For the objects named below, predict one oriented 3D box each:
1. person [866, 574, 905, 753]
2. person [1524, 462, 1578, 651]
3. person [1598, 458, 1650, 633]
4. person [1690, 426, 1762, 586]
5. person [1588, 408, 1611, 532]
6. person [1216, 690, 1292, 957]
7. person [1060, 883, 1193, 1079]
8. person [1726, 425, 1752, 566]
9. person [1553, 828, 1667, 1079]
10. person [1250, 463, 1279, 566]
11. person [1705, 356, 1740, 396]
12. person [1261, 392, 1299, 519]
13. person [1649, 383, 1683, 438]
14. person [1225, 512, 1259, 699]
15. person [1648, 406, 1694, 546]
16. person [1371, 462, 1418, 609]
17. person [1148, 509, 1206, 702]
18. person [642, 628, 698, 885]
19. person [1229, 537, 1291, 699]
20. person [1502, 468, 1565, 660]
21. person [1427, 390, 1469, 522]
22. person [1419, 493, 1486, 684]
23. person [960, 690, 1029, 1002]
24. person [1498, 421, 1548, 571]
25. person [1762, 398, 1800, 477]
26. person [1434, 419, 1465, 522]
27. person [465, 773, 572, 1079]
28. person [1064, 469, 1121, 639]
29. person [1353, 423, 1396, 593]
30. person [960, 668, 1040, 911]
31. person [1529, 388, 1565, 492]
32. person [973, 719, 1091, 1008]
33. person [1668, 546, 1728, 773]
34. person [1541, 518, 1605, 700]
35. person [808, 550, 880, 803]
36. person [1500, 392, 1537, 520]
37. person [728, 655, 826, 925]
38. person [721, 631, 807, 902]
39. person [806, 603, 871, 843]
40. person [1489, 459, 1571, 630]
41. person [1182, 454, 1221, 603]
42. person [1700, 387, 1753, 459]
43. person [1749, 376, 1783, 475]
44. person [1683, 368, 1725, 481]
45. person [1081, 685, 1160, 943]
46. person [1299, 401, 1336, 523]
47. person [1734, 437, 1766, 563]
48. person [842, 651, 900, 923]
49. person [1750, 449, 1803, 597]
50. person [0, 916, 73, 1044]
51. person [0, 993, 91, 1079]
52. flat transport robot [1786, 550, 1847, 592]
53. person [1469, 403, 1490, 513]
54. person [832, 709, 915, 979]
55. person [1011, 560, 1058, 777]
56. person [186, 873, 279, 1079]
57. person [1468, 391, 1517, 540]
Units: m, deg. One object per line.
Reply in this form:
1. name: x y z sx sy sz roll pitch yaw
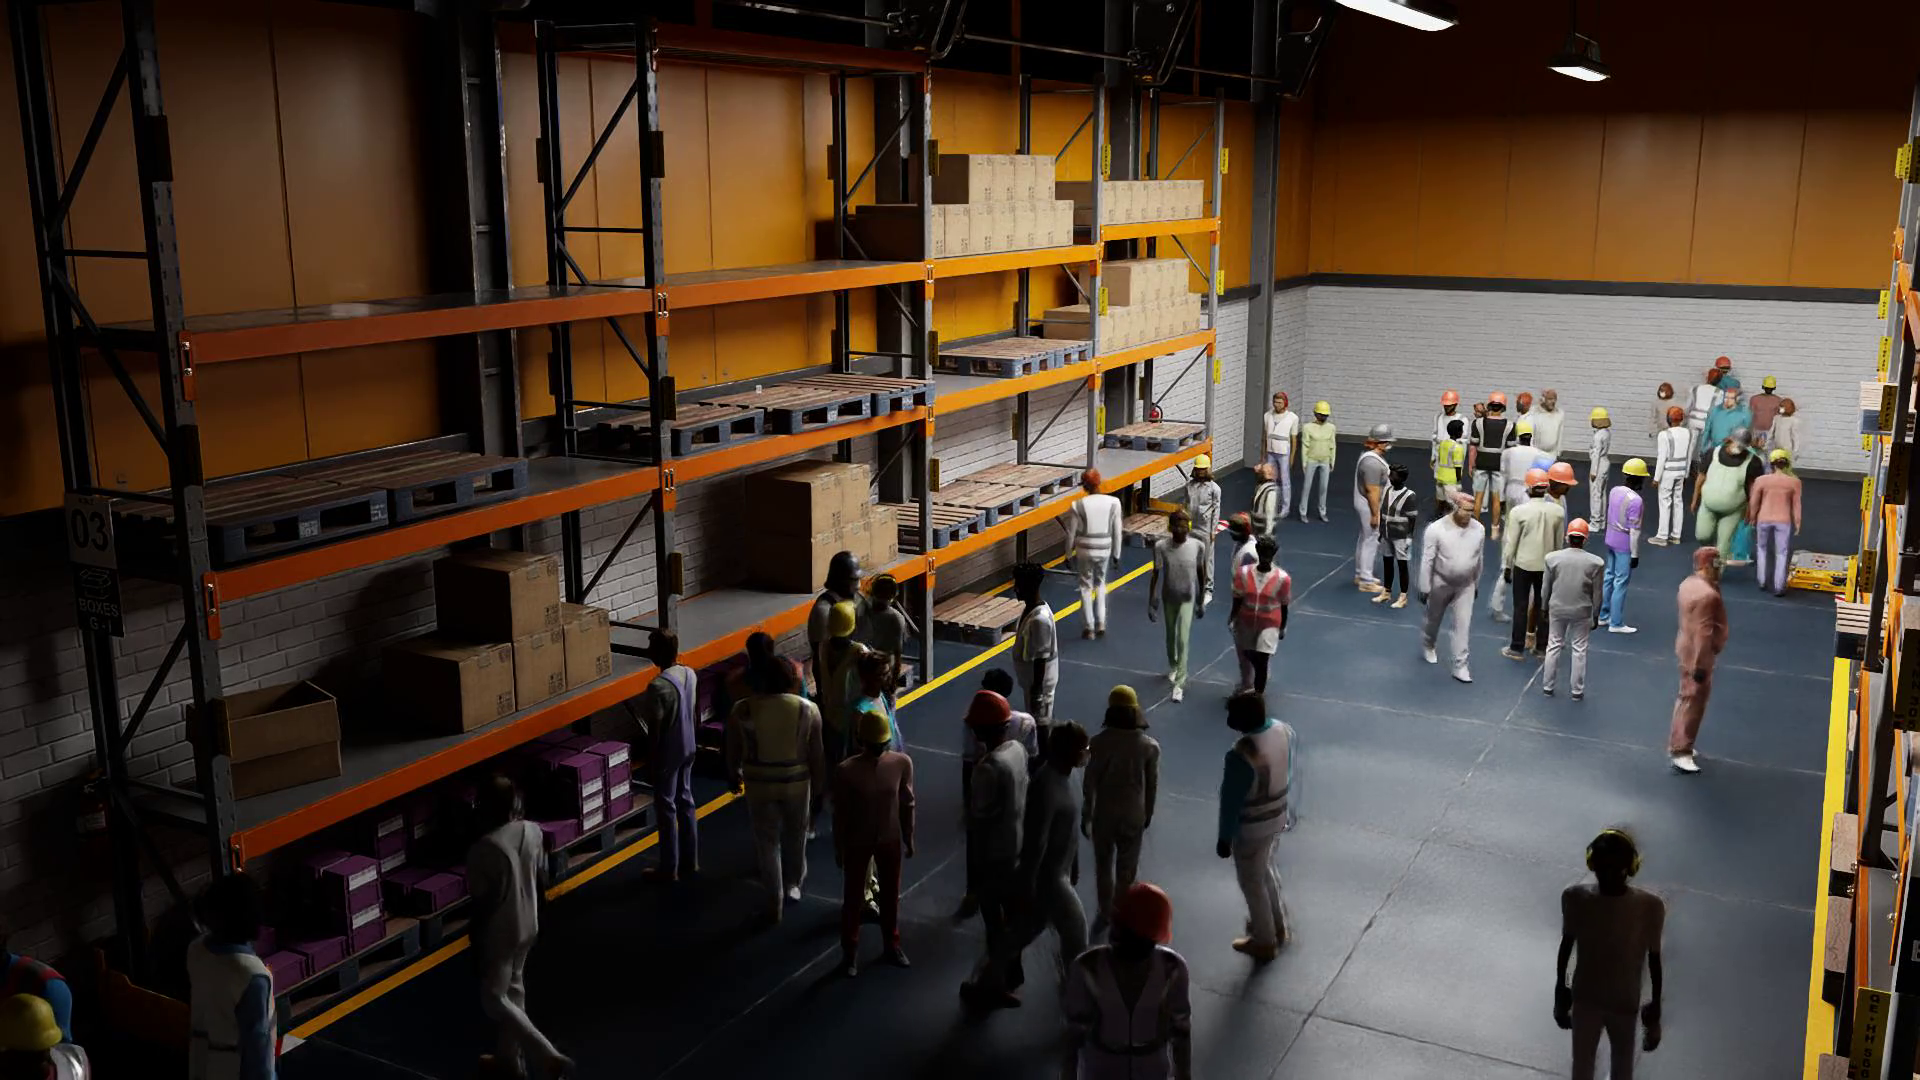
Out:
1. person: -0.681 1.133 13.529 0.333 1.833 0.657 -11 17 -40
2. person: 6.162 0.185 17.321 0.416 2.031 0.609 9 16 36
3. person: 7.258 0.055 18.153 0.402 1.917 0.584 -1 13 -6
4. person: 9.237 -0.448 20.115 0.763 2.000 0.596 9 15 34
5. person: 8.887 -0.984 23.210 0.324 1.737 0.484 9 16 36
6. person: 1.858 1.802 10.590 0.434 1.802 0.691 9 15 35
7. person: 0.748 2.437 7.483 0.598 1.918 0.385 0 13 0
8. person: 9.832 -0.563 21.136 0.538 1.813 0.510 5 14 21
9. person: 3.241 2.287 8.303 0.531 1.850 0.617 6 14 25
10. person: 3.536 -0.097 19.496 0.479 1.610 0.544 -3 13 -14
11. person: 12.395 -2.003 27.182 0.623 1.992 0.396 -2 13 -7
12. person: 4.639 -1.239 24.111 0.391 1.838 0.561 -12 17 -43
13. person: 11.476 -1.770 27.091 0.828 1.576 0.508 -10 16 -38
14. person: 2.727 0.612 15.873 0.478 1.818 0.631 -1 13 -3
15. person: 9.543 -0.861 22.317 0.583 1.882 0.338 -5 14 -22
16. person: 5.010 -0.056 19.137 0.316 1.695 0.542 -7 14 -29
17. person: 2.098 0.577 16.063 0.546 1.817 0.952 2 13 10
18. person: -2.050 1.520 11.776 0.355 1.836 0.514 6 14 25
19. person: 2.830 0.753 15.575 0.531 1.667 0.792 6 14 24
20. person: 5.894 0.246 17.145 0.620 1.985 0.408 -2 13 -9
21. person: 6.922 -1.172 23.622 0.380 1.930 0.546 -10 16 -38
22. person: 4.911 0.428 16.637 0.659 1.854 1.035 -1 13 -2
23. person: 0.197 1.844 10.107 0.387 1.930 0.545 6 14 27
24. person: 7.032 -0.529 20.788 0.618 1.906 0.394 8 15 32
25. person: 12.519 -1.372 25.284 0.870 1.590 0.501 -3 13 -12
26. person: 6.613 -0.794 22.459 0.320 1.691 0.536 -3 13 -11
27. person: -2.408 2.142 9.006 0.688 1.824 0.516 8 15 31
28. person: 1.409 0.138 17.886 0.605 1.862 0.499 -2 13 -11
29. person: 4.982 -0.403 19.913 0.535 2.000 0.686 2 13 9
30. person: 0.273 1.702 11.315 0.552 1.677 0.378 -2 13 -7
31. person: 8.469 -1.304 24.301 0.663 1.885 0.531 -3 13 -13
32. person: 0.519 1.947 9.785 1.026 1.882 0.645 4 13 16
33. person: 6.261 0.999 14.044 0.399 1.880 0.779 3 13 13
34. person: 5.828 0.653 15.856 0.566 1.744 0.350 7 14 28
35. person: -0.889 1.073 13.303 0.536 2.000 0.683 6 14 26
36. person: 8.010 -1.176 23.798 0.415 1.857 0.623 0 13 2
37. person: -1.245 1.638 11.324 0.644 1.808 0.860 -2 13 -7
38. person: -1.336 1.550 11.511 0.618 1.880 0.825 -1 13 -4
39. person: -0.901 1.370 12.368 0.595 1.864 0.952 11 17 40
40. person: 6.289 0.055 18.250 0.638 1.881 1.007 -11 17 -41
41. person: 2.788 -0.136 19.386 0.487 1.745 0.289 9 16 36
42. person: 11.346 -1.362 24.647 1.008 1.858 0.654 -12 17 -43
43. person: 12.870 -1.757 26.618 0.526 1.761 0.344 8 15 31
44. person: 12.009 -1.865 26.901 0.851 1.848 0.703 -12 17 -43
45. person: 1.042 1.781 10.898 0.501 1.684 0.832 1 13 5
46. person: 5.116 -1.110 23.727 0.531 1.760 0.339 -2 13 -11
47. person: 10.109 -0.519 21.359 0.324 1.631 0.521 2 13 9
48. person: -0.609 1.637 11.215 0.389 1.847 0.563 2 13 7
49. person: 9.693 -0.212 19.782 0.553 1.732 0.612 6 14 24
50. person: -4.231 2.503 7.377 0.638 1.836 0.430 1 13 4
51. person: -3.690 2.661 6.686 0.403 1.824 0.594 7 14 27
52. flat transport robot: 10.571 0.372 20.441 0.652 0.197 1.431 7 14 28
53. person: 7.652 -1.212 24.465 0.317 1.629 0.508 -2 13 -10
54. person: -0.537 1.879 10.355 0.539 1.755 0.380 -5 14 -23
55. person: 0.593 1.116 13.310 0.385 1.957 0.603 -1 13 -6
56. person: -3.314 2.439 7.533 0.606 1.889 0.728 10 16 39
57. person: 7.244 -1.009 22.659 0.612 2.030 0.403 4 13 17
